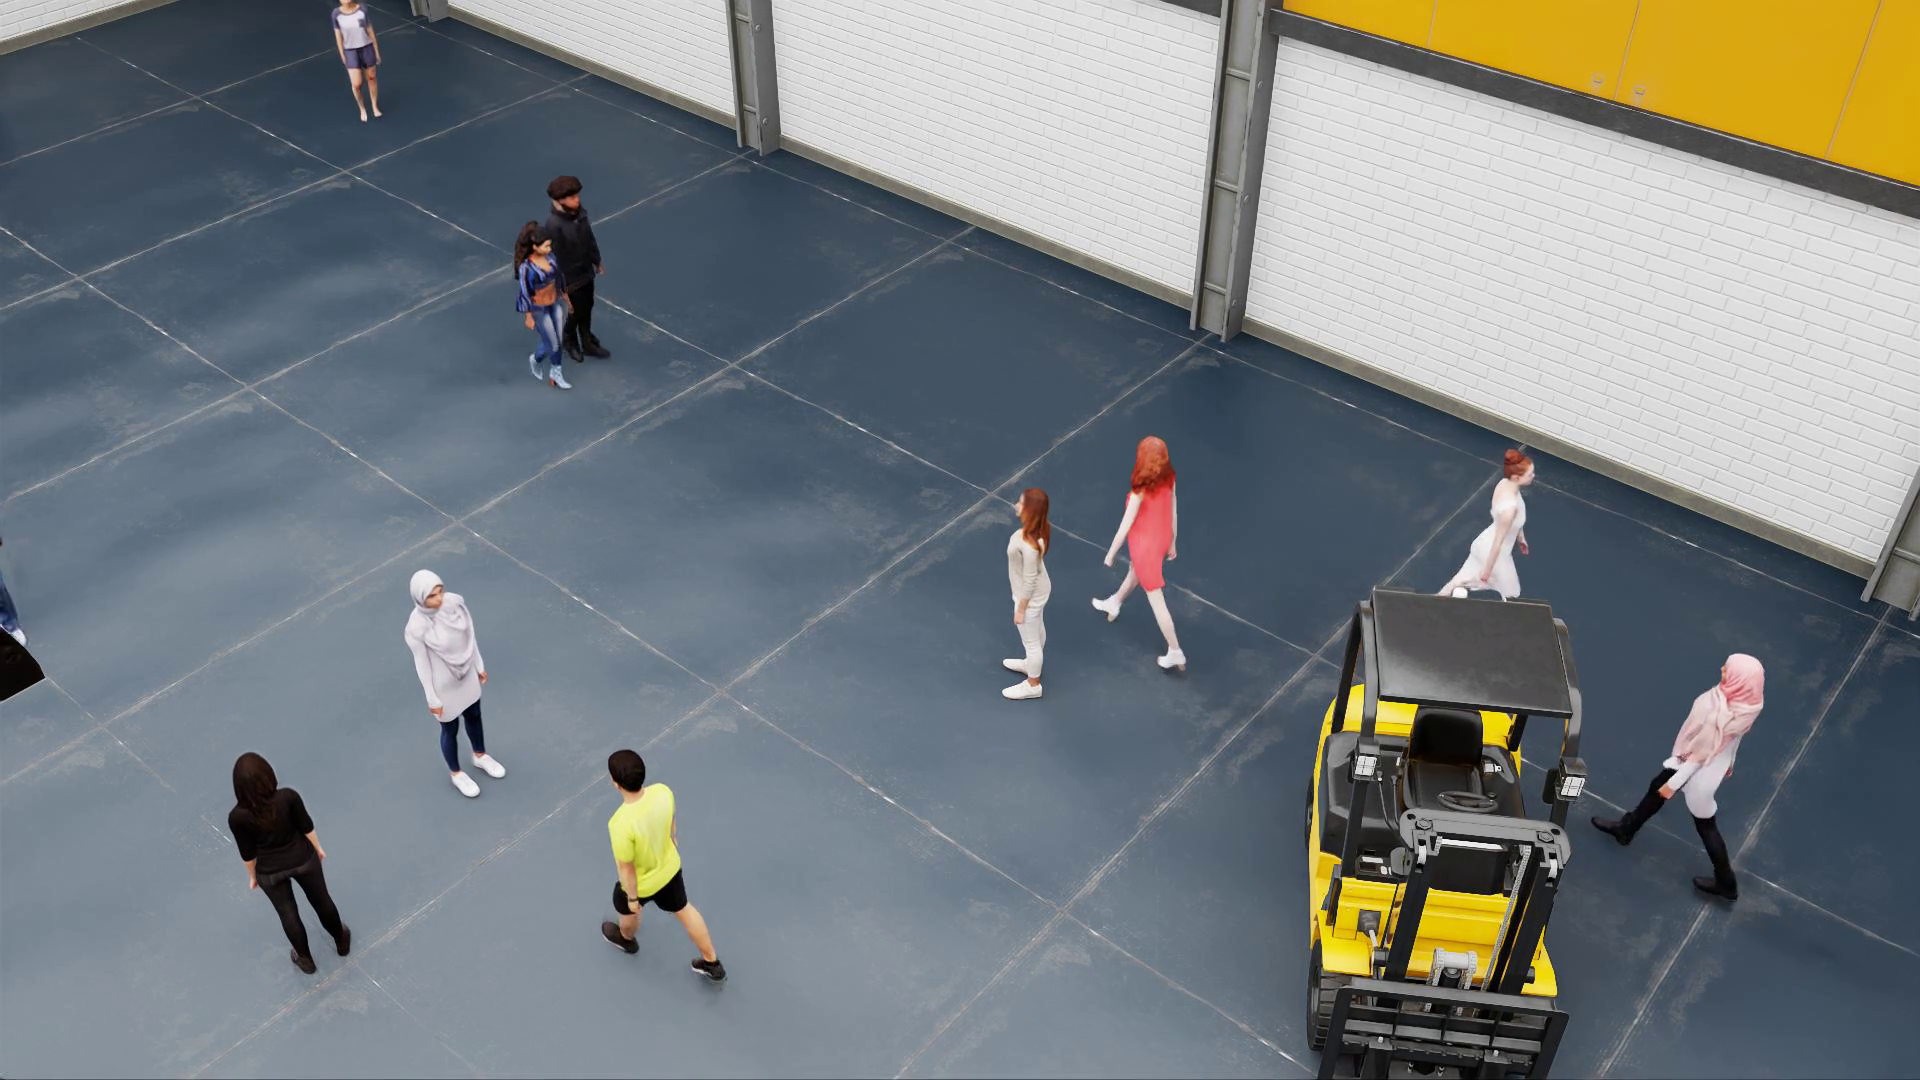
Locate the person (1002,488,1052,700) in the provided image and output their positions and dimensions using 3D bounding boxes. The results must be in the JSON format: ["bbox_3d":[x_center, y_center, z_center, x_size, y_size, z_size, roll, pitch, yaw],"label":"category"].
[{"bbox_3d":[0.483,0.347,11.162,0.704,1.715,0.686,7,39,8],"label":"person"}]

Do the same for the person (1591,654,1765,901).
[{"bbox_3d":[4.449,1.425,9.780,1.168,1.756,0.655,30,47,32],"label":"person"}]

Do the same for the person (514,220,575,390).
[{"bbox_3d":[-3.592,-1.982,14.158,0.746,1.616,0.718,18,42,21],"label":"person"}]

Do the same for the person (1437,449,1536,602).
[{"bbox_3d":[3.558,0.114,11.441,1.156,1.732,0.944,6,39,7],"label":"person"}]

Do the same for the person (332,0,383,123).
[{"bbox_3d":[-6.743,-5.512,18.627,0.646,1.555,0.687,-19,42,-22],"label":"person"}]

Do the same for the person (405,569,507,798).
[{"bbox_3d":[-3.198,0.874,10.454,0.562,1.775,0.627,22,44,25],"label":"person"}]

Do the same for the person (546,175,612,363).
[{"bbox_3d":[-3.423,-2.374,14.528,0.745,1.768,0.714,17,42,20],"label":"person"}]

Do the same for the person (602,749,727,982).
[{"bbox_3d":[-1.665,1.867,9.294,1.111,1.670,0.696,25,45,28],"label":"person"}]

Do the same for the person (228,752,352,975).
[{"bbox_3d":[-3.795,1.825,9.370,0.639,1.642,0.610,-21,43,-24],"label":"person"}]

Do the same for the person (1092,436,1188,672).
[{"bbox_3d":[1.358,0.144,11.375,1.159,1.768,0.651,30,48,32],"label":"person"}]
